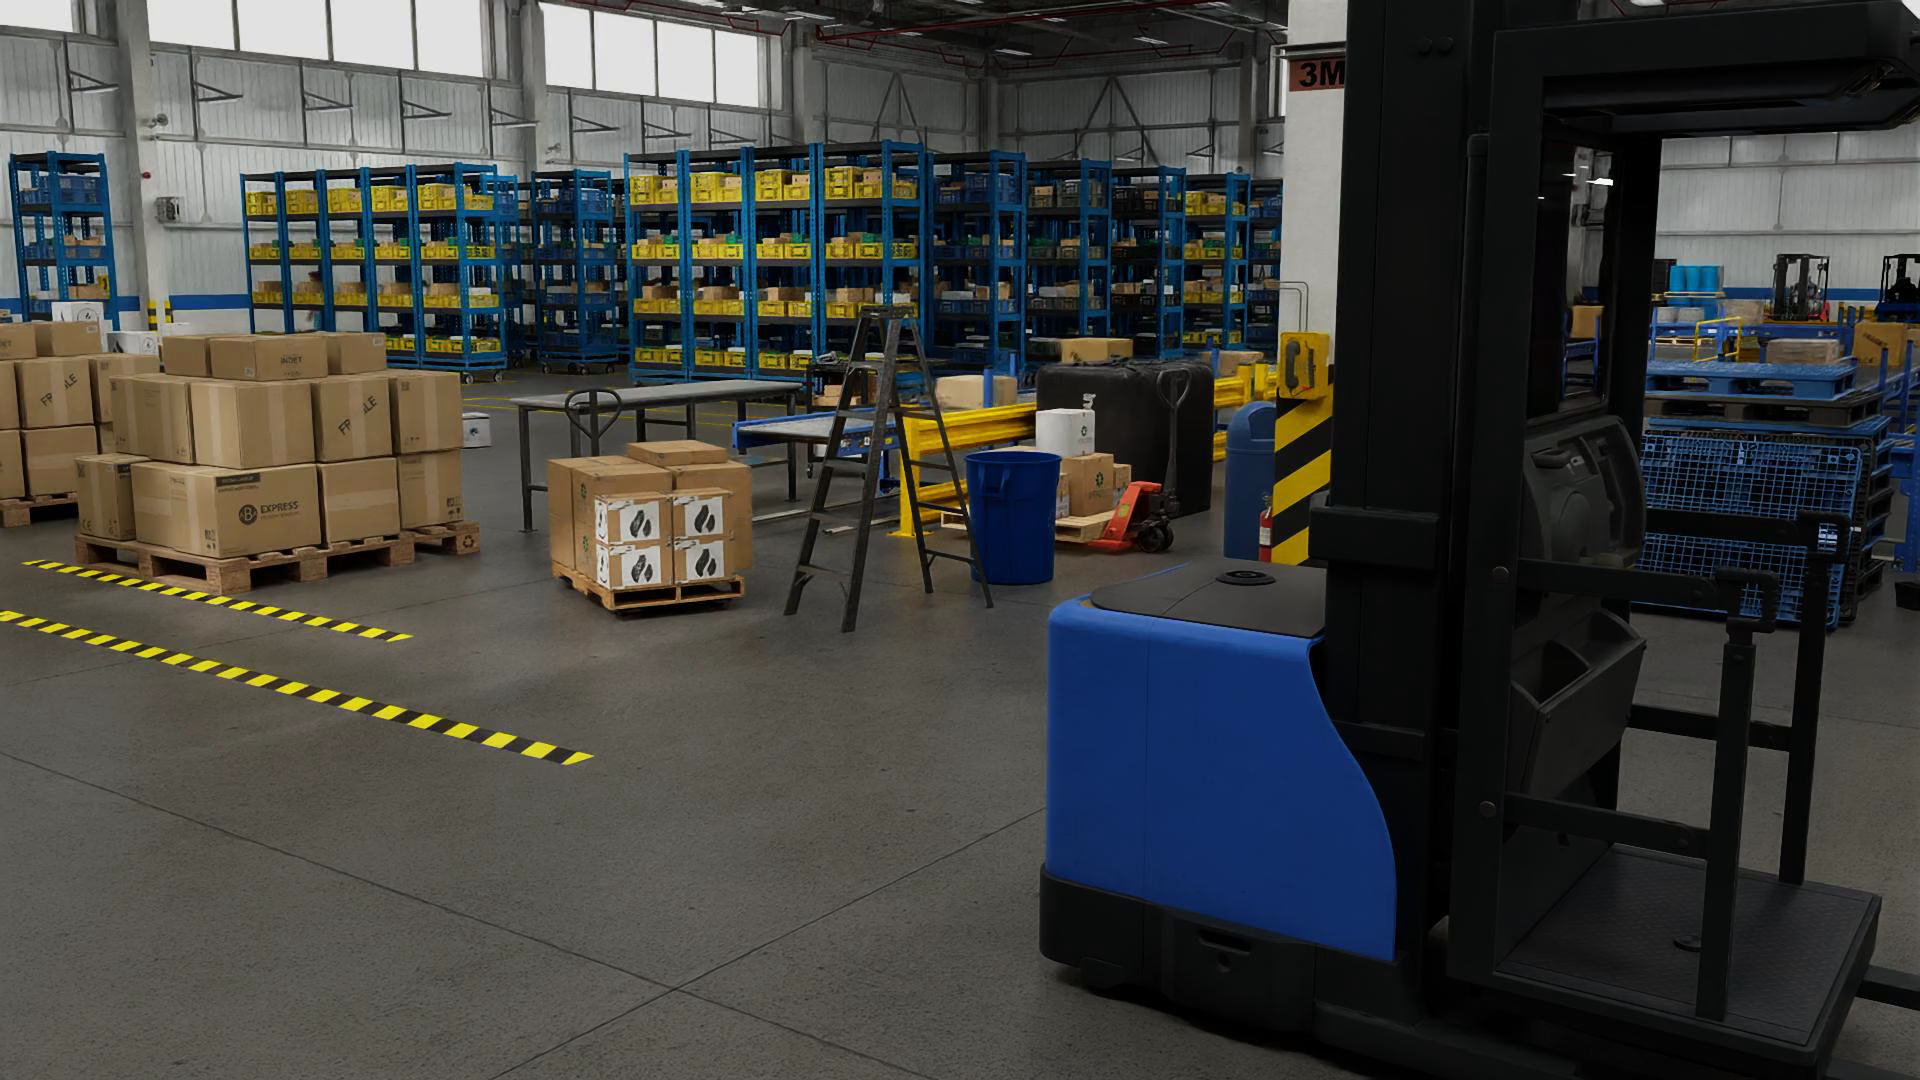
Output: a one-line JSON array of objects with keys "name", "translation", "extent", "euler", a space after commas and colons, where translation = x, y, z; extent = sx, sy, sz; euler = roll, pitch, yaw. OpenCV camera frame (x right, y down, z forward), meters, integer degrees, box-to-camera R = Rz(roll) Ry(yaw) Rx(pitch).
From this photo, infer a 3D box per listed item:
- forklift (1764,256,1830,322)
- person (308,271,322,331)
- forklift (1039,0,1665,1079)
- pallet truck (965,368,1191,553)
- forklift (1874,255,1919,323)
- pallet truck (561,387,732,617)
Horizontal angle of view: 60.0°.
[{"name": "forklift", "translation": [20.253, -5.854, 40.139], "extent": [1.157, 1.987, 2.680], "euler": [7, 12, 35]}, {"name": "person", "translation": [-13.095, -4.593, 34.042], "extent": [0.670, 1.823, 0.584], "euler": [-6, 11, -31]}, {"name": "forklift", "translation": [1.249, -0.137, 4.360], "extent": [1.873, 2.768, 1.129], "euler": [7, 12, 35]}, {"name": "pallet truck", "translation": [0.845, -0.609, 11.869], "extent": [1.630, 1.274, 0.653], "euler": [7, 12, 35]}, {"name": "forklift", "translation": [22.089, -5.634, 38.796], "extent": [1.157, 1.987, 2.680], "euler": [6, 11, 33]}, {"name": "pallet truck", "translation": [-1.981, -0.274, 10.088], "extent": [0.680, 1.201, 1.601], "euler": [-5, 11, -28]}]
